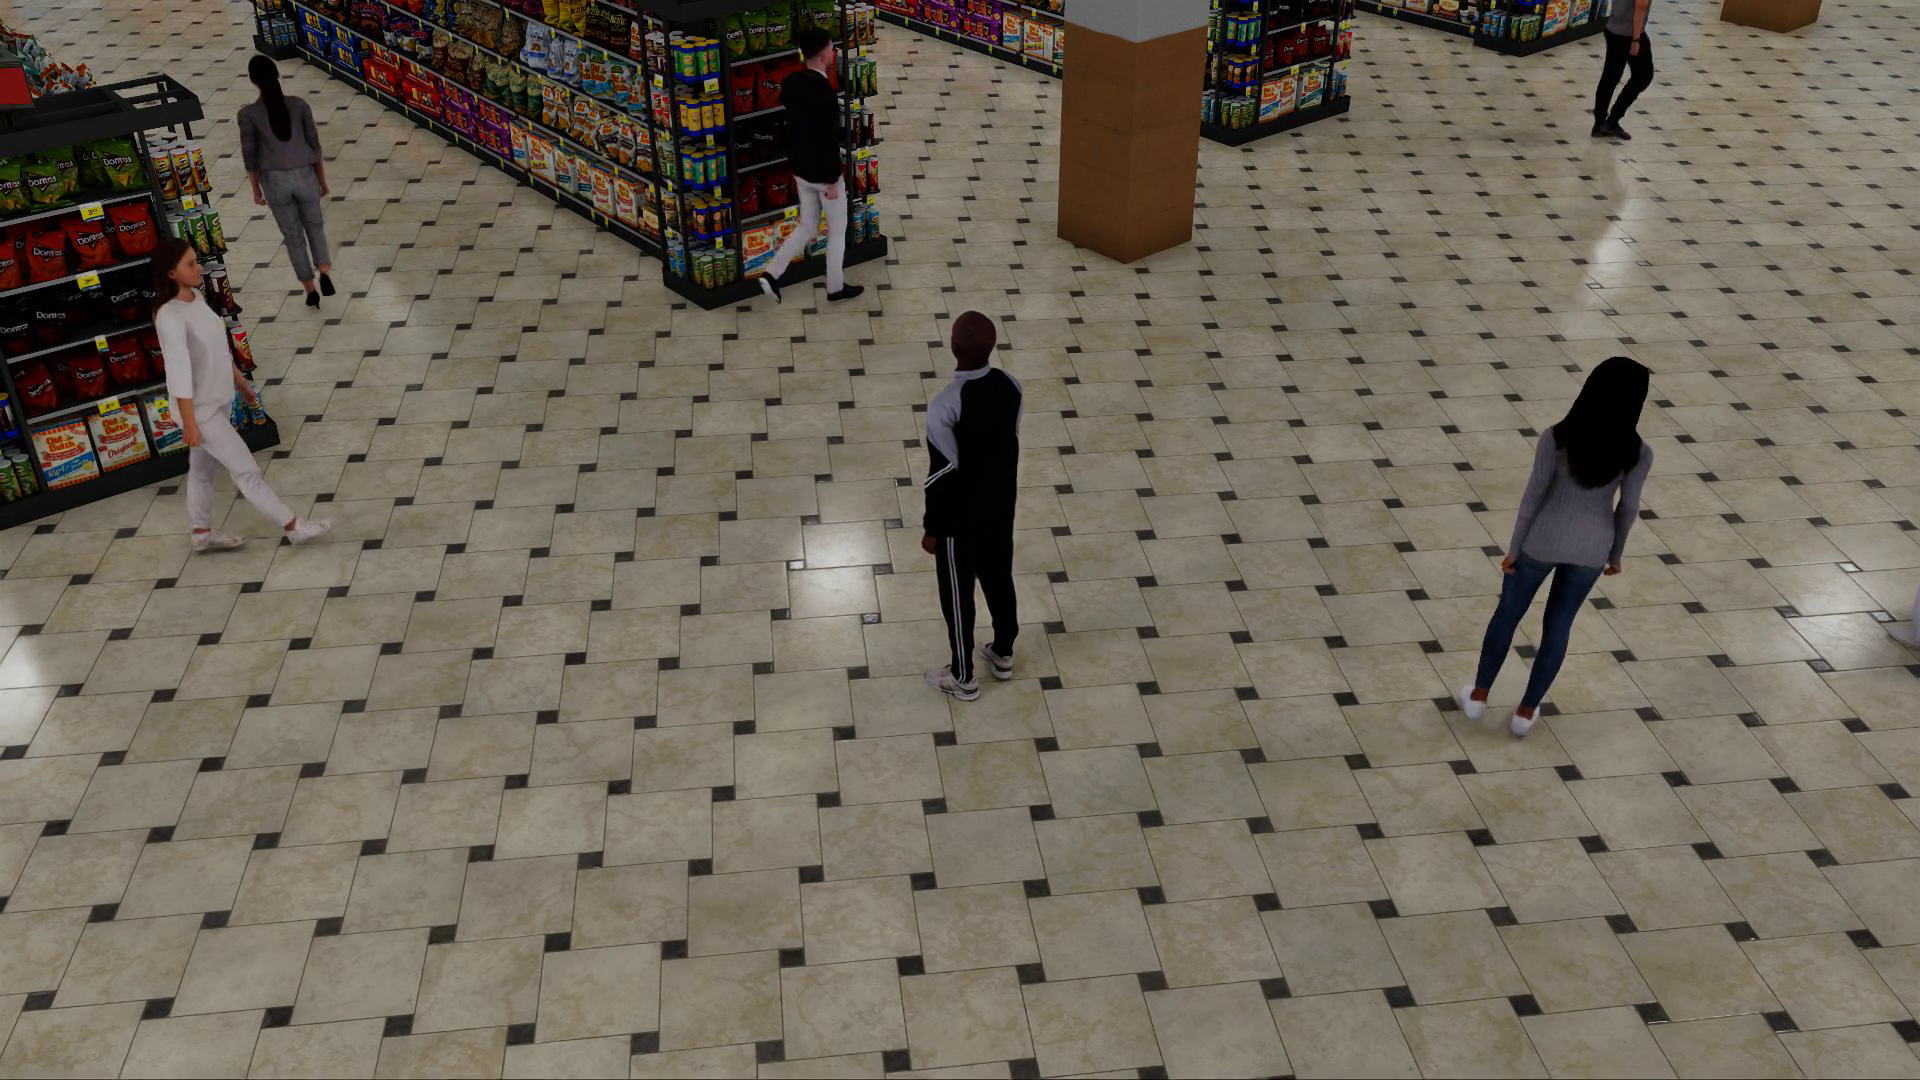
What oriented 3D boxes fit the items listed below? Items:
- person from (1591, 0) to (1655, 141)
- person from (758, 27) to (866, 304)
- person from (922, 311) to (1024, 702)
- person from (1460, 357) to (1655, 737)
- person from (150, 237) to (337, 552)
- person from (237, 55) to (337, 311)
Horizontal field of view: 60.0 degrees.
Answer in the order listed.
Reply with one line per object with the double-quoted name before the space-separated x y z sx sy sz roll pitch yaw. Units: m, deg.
"person" 5.405 -4.157 13.645 0.823 1.748 0.716 -5 32 -8
"person" -0.995 -2.320 10.626 0.739 1.817 0.939 -25 39 -34
"person" 0.065 -0.139 7.112 0.648 1.827 0.537 -22 38 -32
"person" 2.475 0.080 6.875 0.773 1.706 0.866 0 32 -1
"person" -3.757 -0.653 8.095 0.971 1.662 1.012 -6 32 -9
"person" -4.254 -2.233 10.626 0.653 1.670 0.610 -18 36 -26
